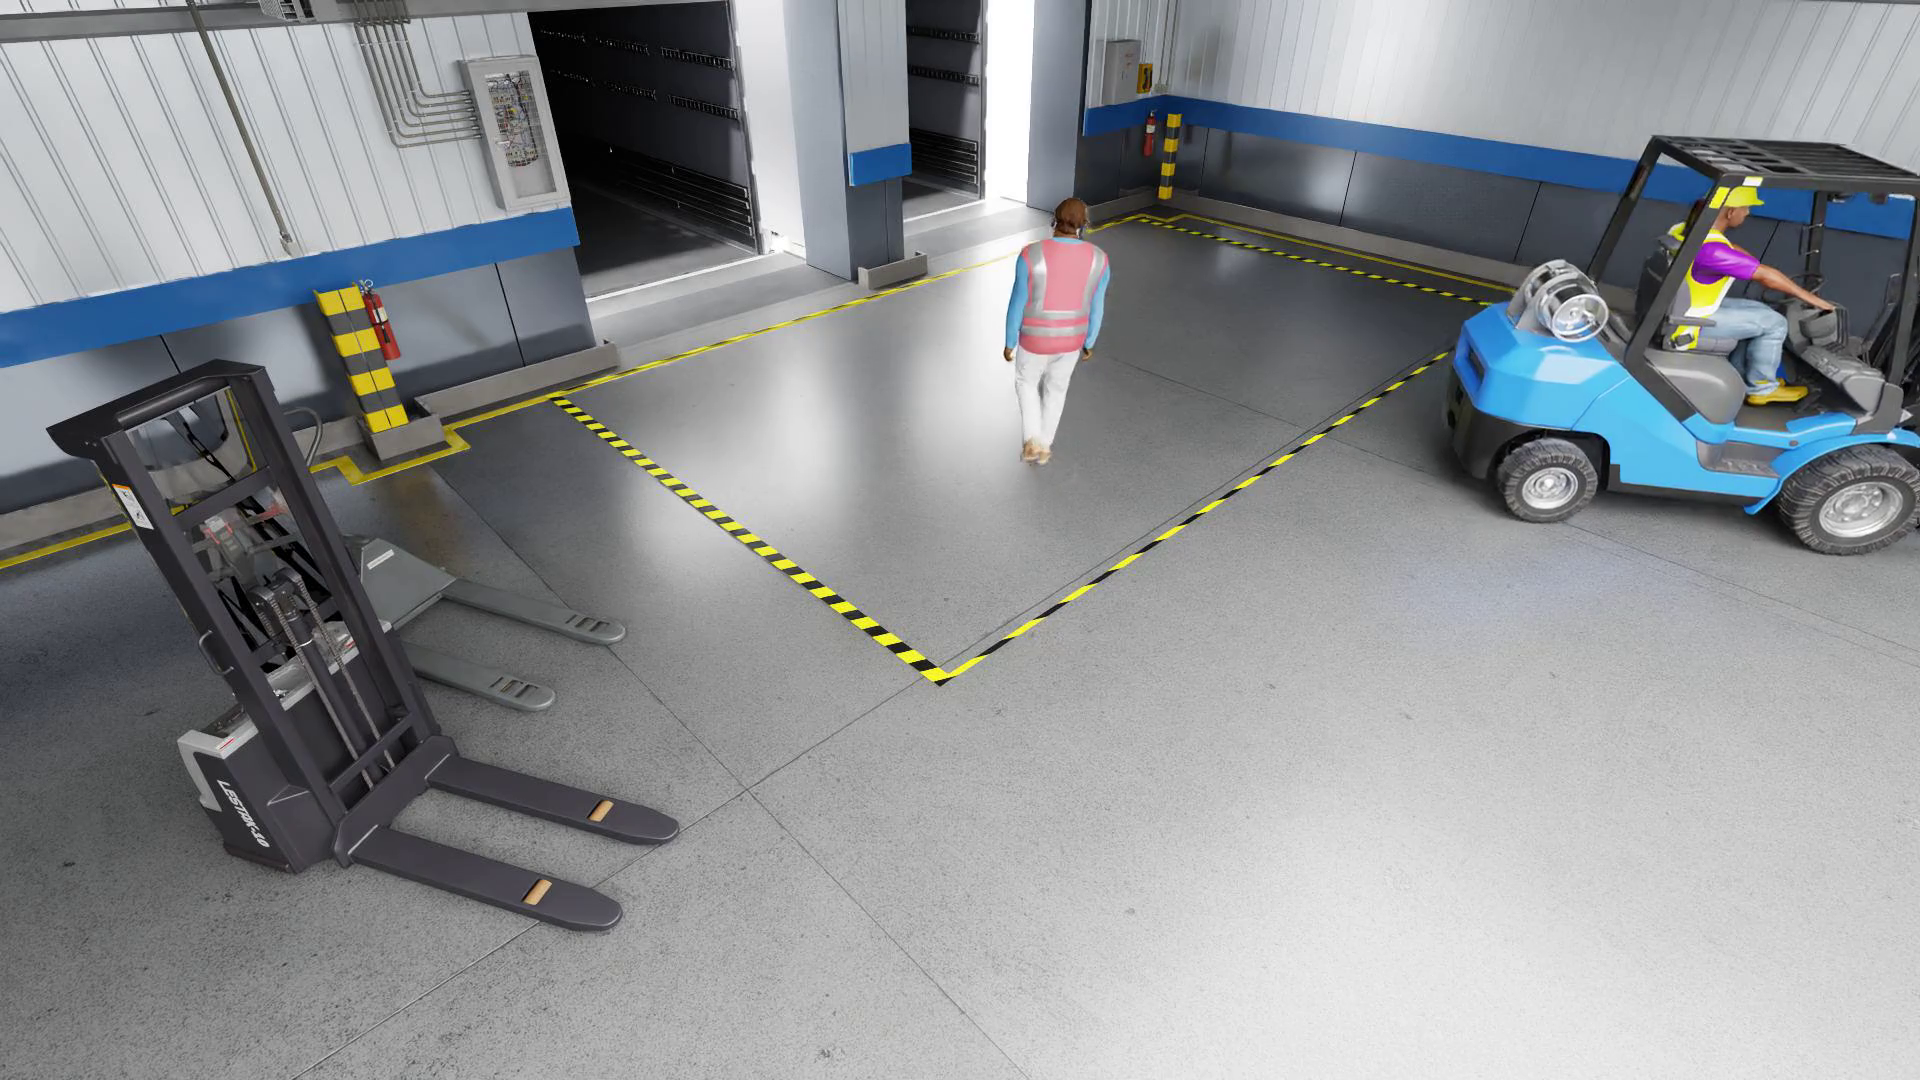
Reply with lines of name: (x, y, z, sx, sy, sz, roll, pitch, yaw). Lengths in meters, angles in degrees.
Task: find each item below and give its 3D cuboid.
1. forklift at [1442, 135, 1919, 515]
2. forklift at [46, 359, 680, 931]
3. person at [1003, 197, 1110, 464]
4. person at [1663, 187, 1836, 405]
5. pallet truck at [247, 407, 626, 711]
forklift: (4.675, -1.316, 5.594, 2.680, 2.036, 1.157, 8, 35, 11)
forklift: (-2.135, 0.422, 3.354, 1.885, 1.965, 0.823, 10, 35, 14)
person: (0.615, -1.300, 6.053, 0.669, 1.806, 0.507, -6, 35, -8)
person: (4.731, -1.458, 5.469, 1.004, 1.294, 0.630, 8, 35, 11)
pallet truck: (-2.628, 0.038, 4.590, 1.601, 1.201, 0.680, 12, 36, 18)
